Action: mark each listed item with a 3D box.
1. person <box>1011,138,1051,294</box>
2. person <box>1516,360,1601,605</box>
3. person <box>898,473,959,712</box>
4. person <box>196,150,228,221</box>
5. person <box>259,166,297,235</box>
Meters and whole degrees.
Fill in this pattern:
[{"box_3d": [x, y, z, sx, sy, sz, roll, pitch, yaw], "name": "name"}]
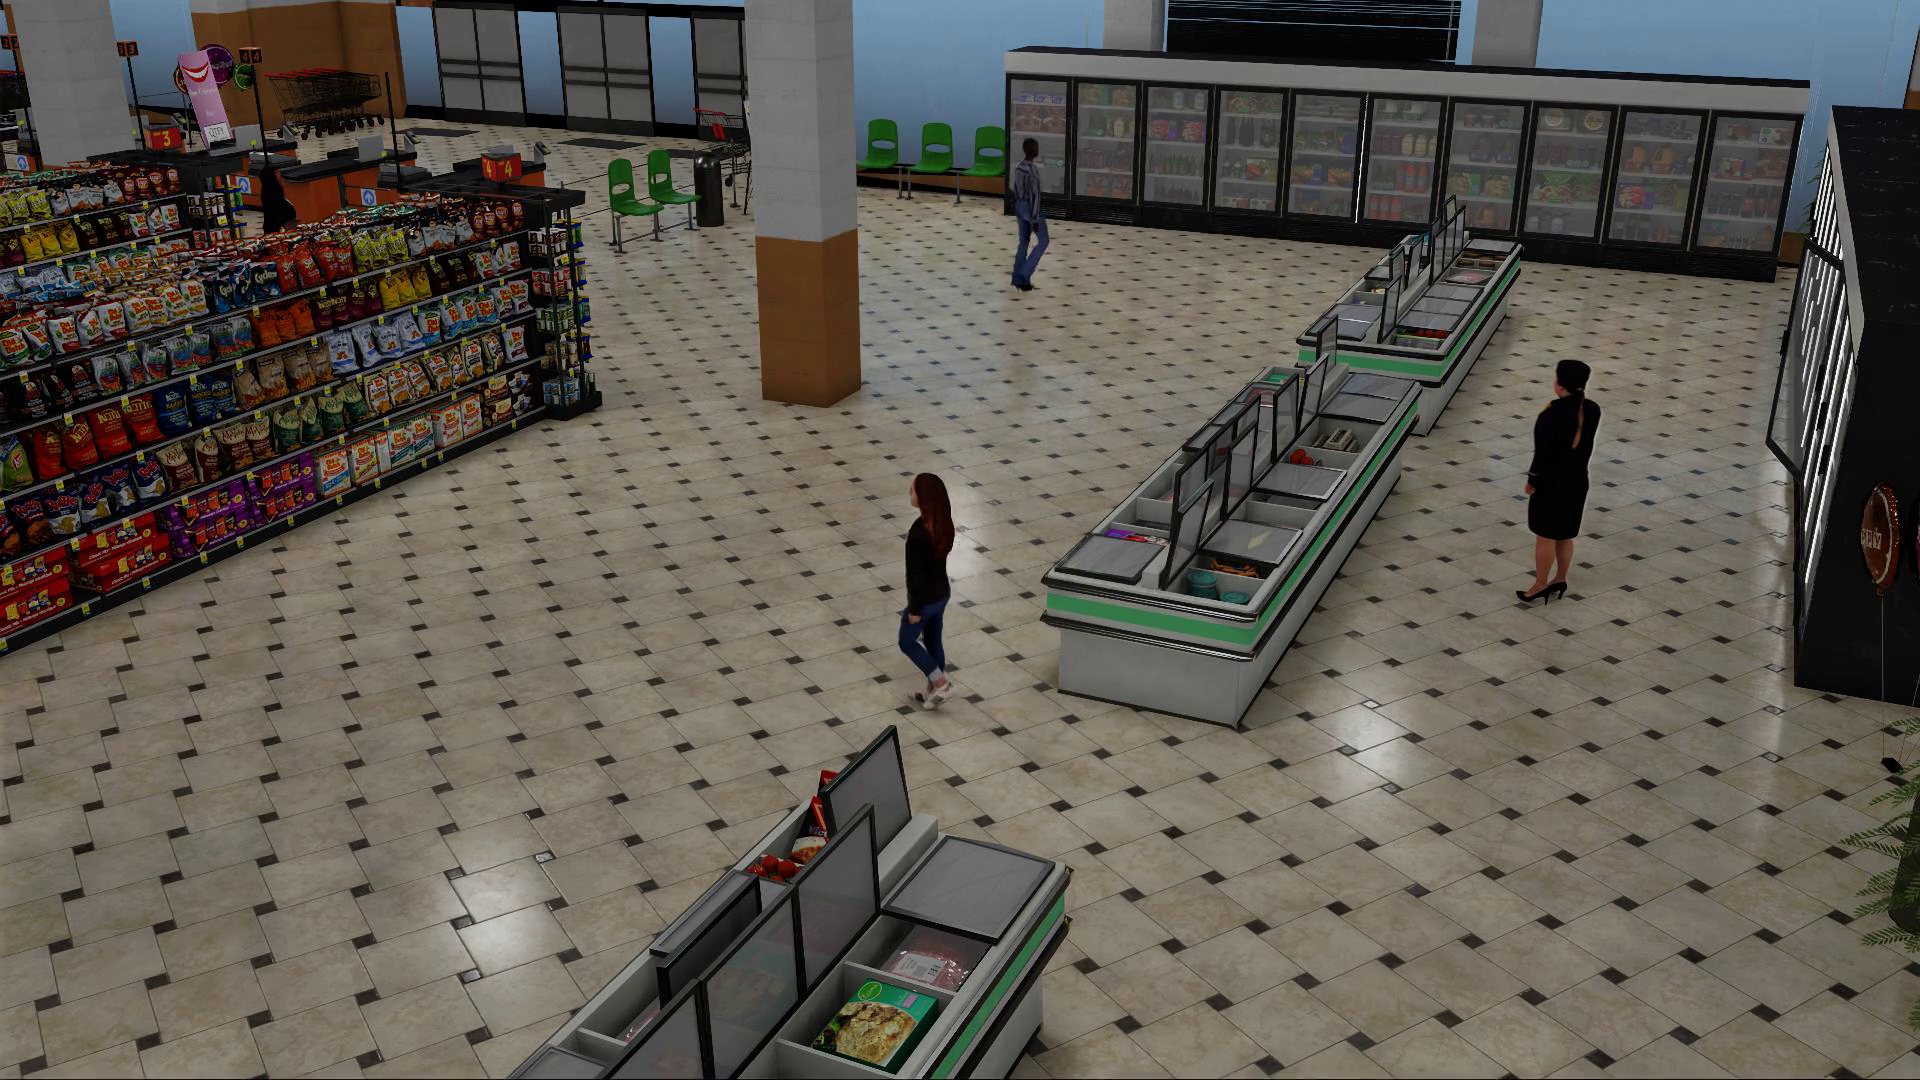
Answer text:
[{"box_3d": [0.719, -3.752, 19.374, 0.839, 1.780, 0.794, -11, 24, -25], "name": "person"}, {"box_3d": [3.997, -0.376, 11.119, 0.772, 1.671, 0.869, -12, 25, -28], "name": "person"}, {"box_3d": [-0.131, 0.327, 9.630, 0.634, 1.477, 0.530, 10, 24, 24], "name": "person"}, {"box_3d": [-8.560, -3.595, 19.069, 0.618, 1.717, 0.726, -14, 26, -32], "name": "person"}, {"box_3d": [-7.624, -3.369, 18.642, 0.786, 1.615, 0.754, -14, 26, -31], "name": "person"}]
